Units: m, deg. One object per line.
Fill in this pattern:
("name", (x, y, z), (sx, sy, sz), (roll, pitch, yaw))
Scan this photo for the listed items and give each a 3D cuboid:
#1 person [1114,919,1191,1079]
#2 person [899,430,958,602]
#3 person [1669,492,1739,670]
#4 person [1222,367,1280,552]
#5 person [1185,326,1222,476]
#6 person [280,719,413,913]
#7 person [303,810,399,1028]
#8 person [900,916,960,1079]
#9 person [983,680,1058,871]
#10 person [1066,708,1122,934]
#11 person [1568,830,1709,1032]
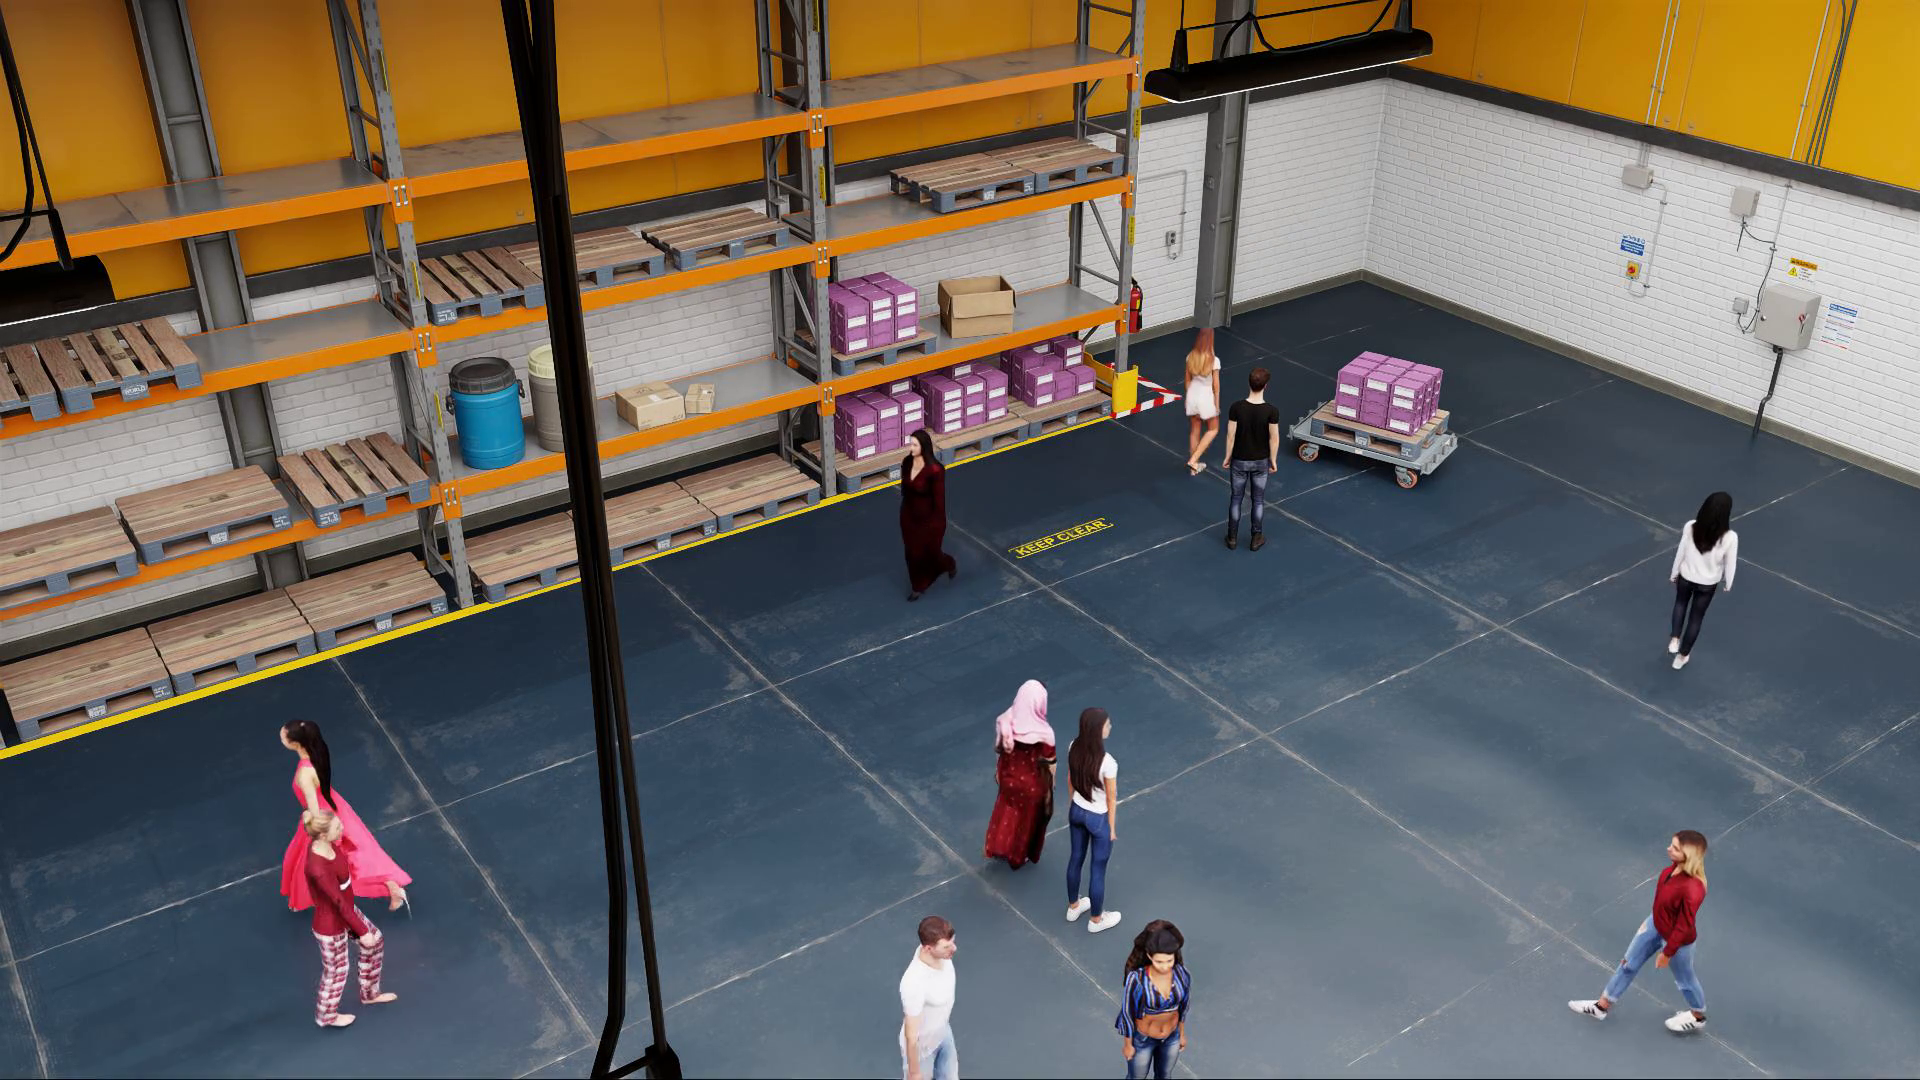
("person", (1.145, 2.920, 9.814), (0.598, 1.617, 0.738), (-8, 30, -14))
("person", (-0.285, -0.235, 15.465), (0.788, 1.744, 0.874), (22, 35, 34))
("person", (6.371, 0.375, 14.406), (0.718, 1.687, 0.725), (20, 34, 32))
("person", (2.848, -0.787, 16.319), (0.758, 1.896, 0.809), (6, 29, 10))
("person", (2.536, -1.440, 17.733), (0.692, 1.688, 0.761), (21, 35, 33))
("person", (-4.287, 1.964, 11.505), (1.211, 1.675, 1.056), (2, 29, 3))
("person", (-4.084, 2.436, 10.631), (0.854, 1.685, 0.766), (-5, 29, -9))
("person", (-0.282, 2.884, 9.660), (1.076, 1.826, 1.087), (8, 30, 14))
("person", (0.434, 1.748, 11.961), (0.778, 1.618, 0.822), (14, 32, 25))
("person", (0.901, 1.927, 11.469), (0.544, 1.775, 0.606), (-22, 36, -35))
("person", (4.594, 2.528, 10.570), (1.170, 1.581, 1.040), (2, 29, 3))
